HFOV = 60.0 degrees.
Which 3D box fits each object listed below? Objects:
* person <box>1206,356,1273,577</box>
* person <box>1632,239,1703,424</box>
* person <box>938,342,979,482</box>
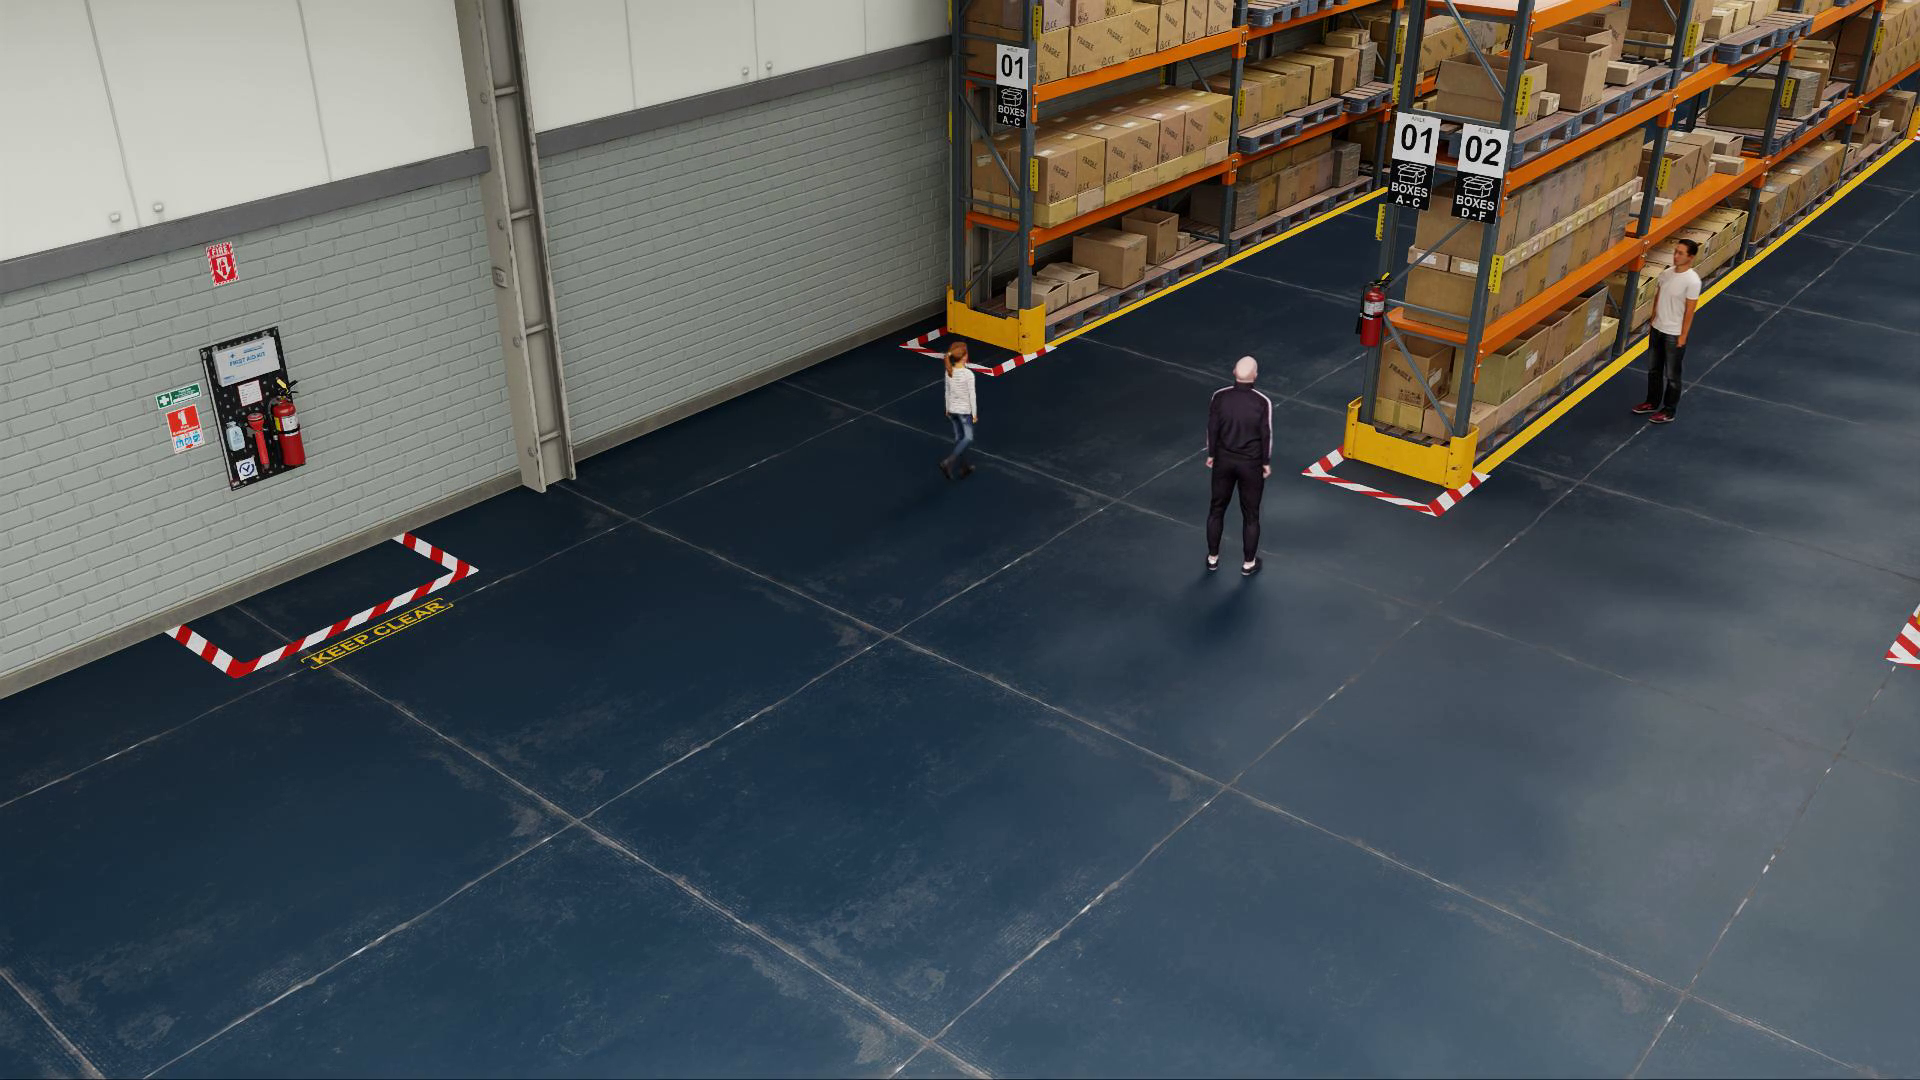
[{"bbox_3d":[2.210,-0.589,13.224,0.743,1.837,0.695,11,30,19],"label":"person"},{"bbox_3d":[6.830,-2.011,15.932,0.695,1.802,0.703,-12,30,-21],"label":"person"},{"bbox_3d":[-0.027,-1.116,14.777,0.474,1.308,0.734,21,34,34],"label":"person"}]
